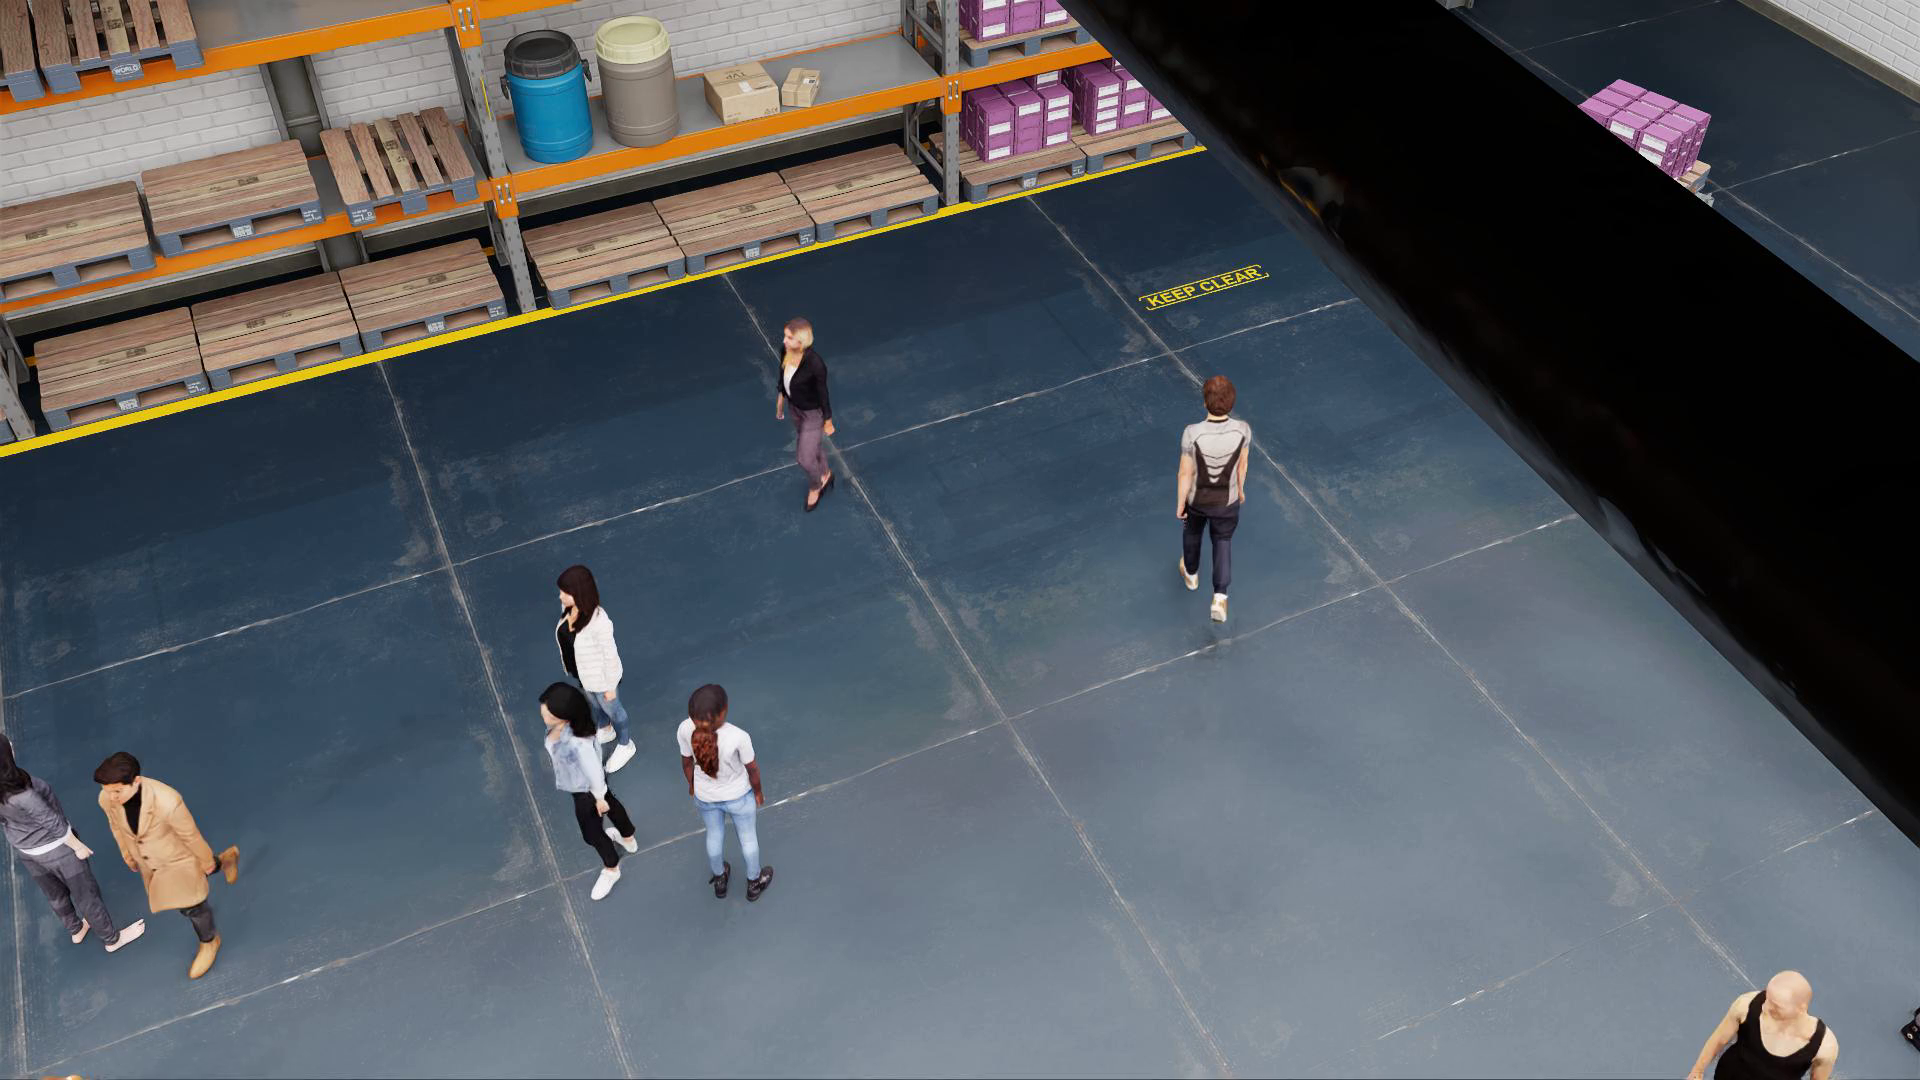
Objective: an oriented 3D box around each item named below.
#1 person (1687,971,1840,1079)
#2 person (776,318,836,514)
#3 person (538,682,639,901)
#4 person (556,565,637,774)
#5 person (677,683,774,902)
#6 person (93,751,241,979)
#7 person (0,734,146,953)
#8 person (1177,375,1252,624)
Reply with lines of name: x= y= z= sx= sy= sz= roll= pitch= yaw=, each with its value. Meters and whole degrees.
person: x=3.958 y=2.634 z=8.152 sx=0.809 sy=1.776 sz=0.780 roll=19 pitch=47 yaw=19
person: x=-1.023 y=-0.936 z=11.985 sx=0.719 sy=1.658 sz=0.699 roll=-32 pitch=52 yaw=-29
person: x=-2.139 y=1.345 z=9.559 sx=0.619 sy=1.701 sz=0.651 roll=-14 pitch=45 yaw=-14
person: x=-2.245 y=0.765 z=10.214 sx=0.690 sy=1.638 sz=0.676 roll=32 pitch=52 yaw=29
person: x=-1.344 y=1.436 z=9.450 sx=0.625 sy=1.720 sz=0.722 roll=7 pitch=44 yaw=7
person: x=-4.338 y=1.668 z=9.219 sx=1.003 sy=1.704 sz=1.029 roll=9 pitch=44 yaw=9
person: x=-5.039 y=1.678 z=9.163 sx=0.662 sy=1.765 sz=0.722 roll=14 pitch=45 yaw=14
person: x=1.696 y=-0.243 z=11.101 sx=1.087 sy=1.875 sz=0.996 roll=0 pitch=44 yaw=0
